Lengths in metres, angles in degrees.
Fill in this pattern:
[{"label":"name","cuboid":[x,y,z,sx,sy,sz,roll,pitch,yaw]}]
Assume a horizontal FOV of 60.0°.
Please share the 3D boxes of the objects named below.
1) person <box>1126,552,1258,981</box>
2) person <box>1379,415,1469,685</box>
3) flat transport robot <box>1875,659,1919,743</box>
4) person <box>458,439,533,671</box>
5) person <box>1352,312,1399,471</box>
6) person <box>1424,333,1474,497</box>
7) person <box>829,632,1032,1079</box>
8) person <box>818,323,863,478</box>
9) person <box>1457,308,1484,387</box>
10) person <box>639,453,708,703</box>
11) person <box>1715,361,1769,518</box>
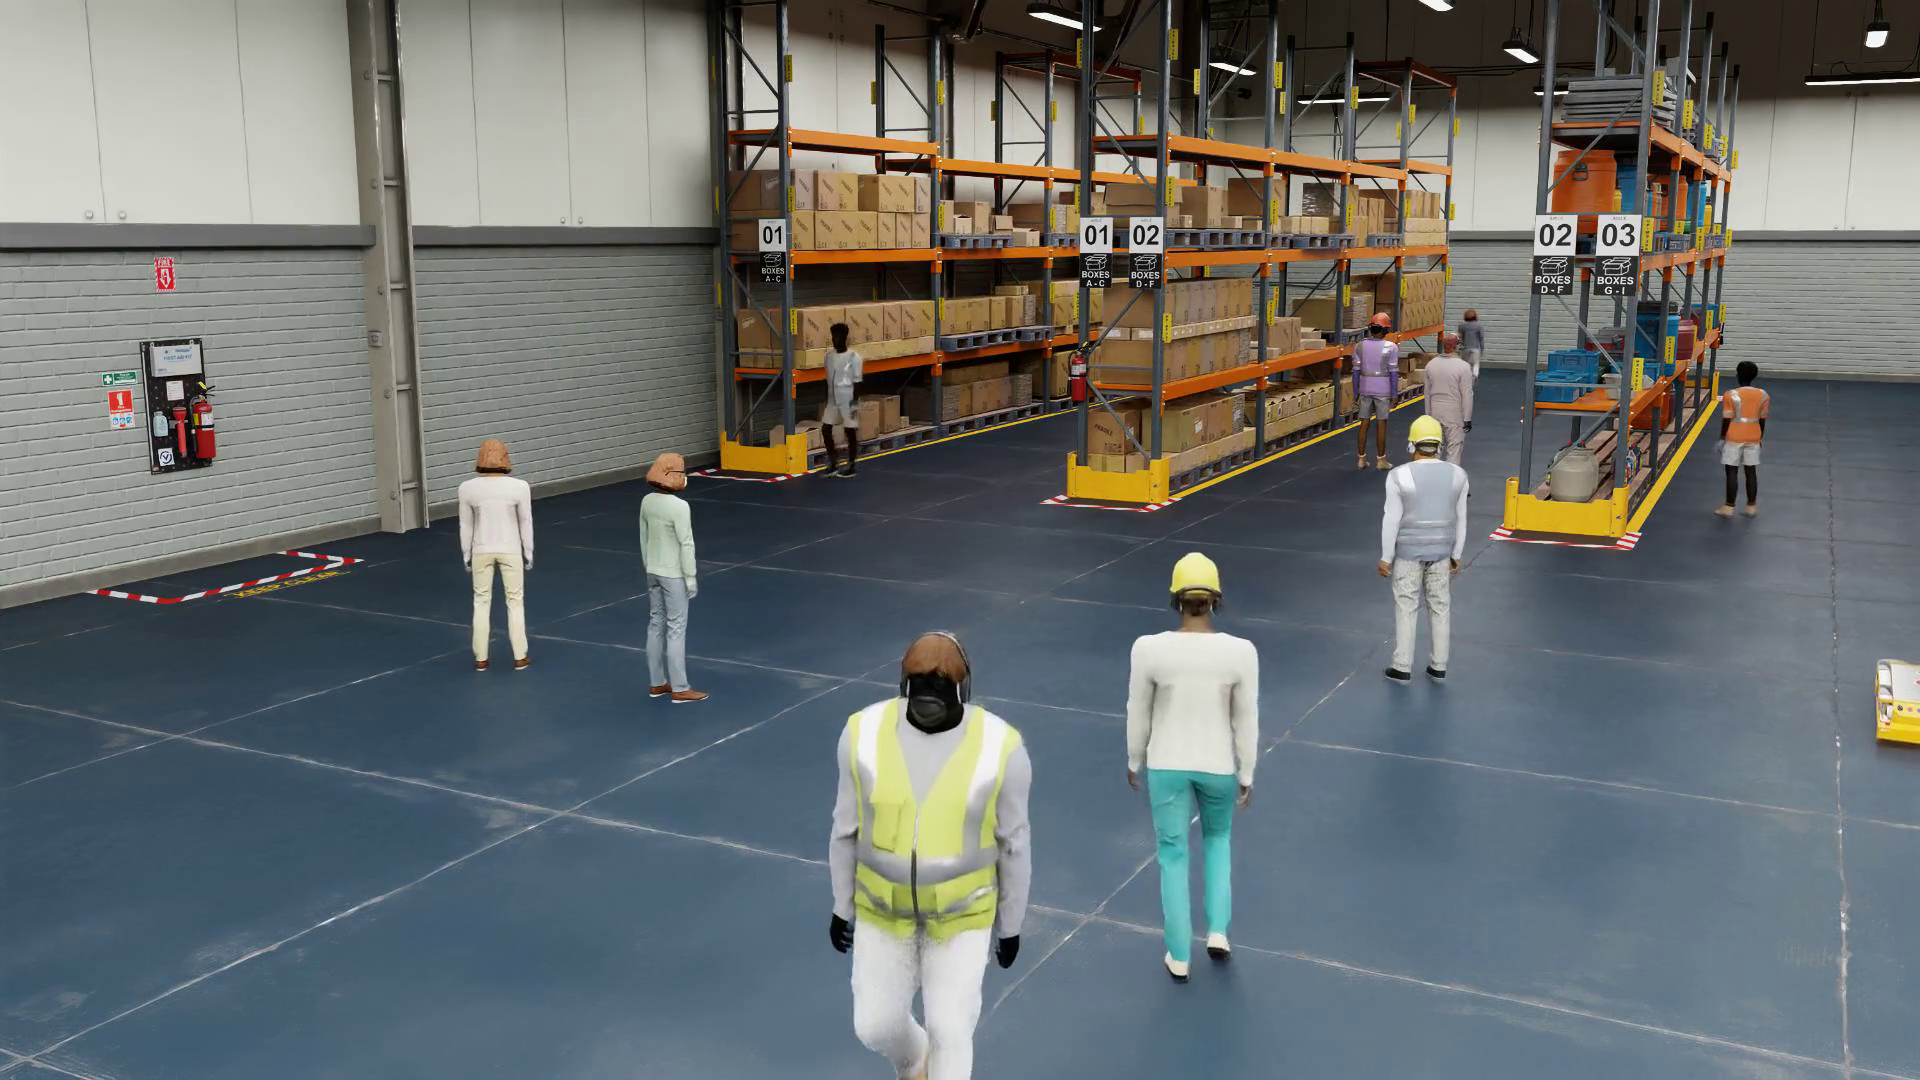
[{"label":"person","cuboid":[0.945,0.925,6.834,0.524,1.752,0.455,0,10,1]},{"label":"person","cuboid":[3.121,0.072,11.263,0.600,1.829,0.404,-2,11,-9]},{"label":"flat transport robot","cuboid":[6.101,1.013,10.391,0.652,0.197,1.431,5,12,28]},{"label":"person","cuboid":[-3.246,0.106,11.655,0.498,1.626,0.299,-1,10,-8]},{"label":"person","cuboid":[5.387,-1.917,21.534,0.611,2.042,0.396,8,13,38]},{"label":"person","cuboid":[5.706,-1.450,19.361,0.409,1.907,0.649,-7,13,-35]},{"label":"person","cuboid":[-0.088,1.164,5.321,0.647,1.827,0.568,2,11,9]},{"label":"person","cuboid":[-1.536,-1.723,20.721,0.634,1.947,0.657,8,13,36]},{"label":"person","cuboid":[10.033,-3.748,32.720,0.527,1.609,0.569,3,11,18]},{"label":"person","cuboid":[-1.894,0.244,10.871,0.285,1.632,0.499,-10,14,-44]},{"label":"person","cuboid":[8.413,-1.078,17.906,0.540,1.695,0.317,-2,11,-10]}]
